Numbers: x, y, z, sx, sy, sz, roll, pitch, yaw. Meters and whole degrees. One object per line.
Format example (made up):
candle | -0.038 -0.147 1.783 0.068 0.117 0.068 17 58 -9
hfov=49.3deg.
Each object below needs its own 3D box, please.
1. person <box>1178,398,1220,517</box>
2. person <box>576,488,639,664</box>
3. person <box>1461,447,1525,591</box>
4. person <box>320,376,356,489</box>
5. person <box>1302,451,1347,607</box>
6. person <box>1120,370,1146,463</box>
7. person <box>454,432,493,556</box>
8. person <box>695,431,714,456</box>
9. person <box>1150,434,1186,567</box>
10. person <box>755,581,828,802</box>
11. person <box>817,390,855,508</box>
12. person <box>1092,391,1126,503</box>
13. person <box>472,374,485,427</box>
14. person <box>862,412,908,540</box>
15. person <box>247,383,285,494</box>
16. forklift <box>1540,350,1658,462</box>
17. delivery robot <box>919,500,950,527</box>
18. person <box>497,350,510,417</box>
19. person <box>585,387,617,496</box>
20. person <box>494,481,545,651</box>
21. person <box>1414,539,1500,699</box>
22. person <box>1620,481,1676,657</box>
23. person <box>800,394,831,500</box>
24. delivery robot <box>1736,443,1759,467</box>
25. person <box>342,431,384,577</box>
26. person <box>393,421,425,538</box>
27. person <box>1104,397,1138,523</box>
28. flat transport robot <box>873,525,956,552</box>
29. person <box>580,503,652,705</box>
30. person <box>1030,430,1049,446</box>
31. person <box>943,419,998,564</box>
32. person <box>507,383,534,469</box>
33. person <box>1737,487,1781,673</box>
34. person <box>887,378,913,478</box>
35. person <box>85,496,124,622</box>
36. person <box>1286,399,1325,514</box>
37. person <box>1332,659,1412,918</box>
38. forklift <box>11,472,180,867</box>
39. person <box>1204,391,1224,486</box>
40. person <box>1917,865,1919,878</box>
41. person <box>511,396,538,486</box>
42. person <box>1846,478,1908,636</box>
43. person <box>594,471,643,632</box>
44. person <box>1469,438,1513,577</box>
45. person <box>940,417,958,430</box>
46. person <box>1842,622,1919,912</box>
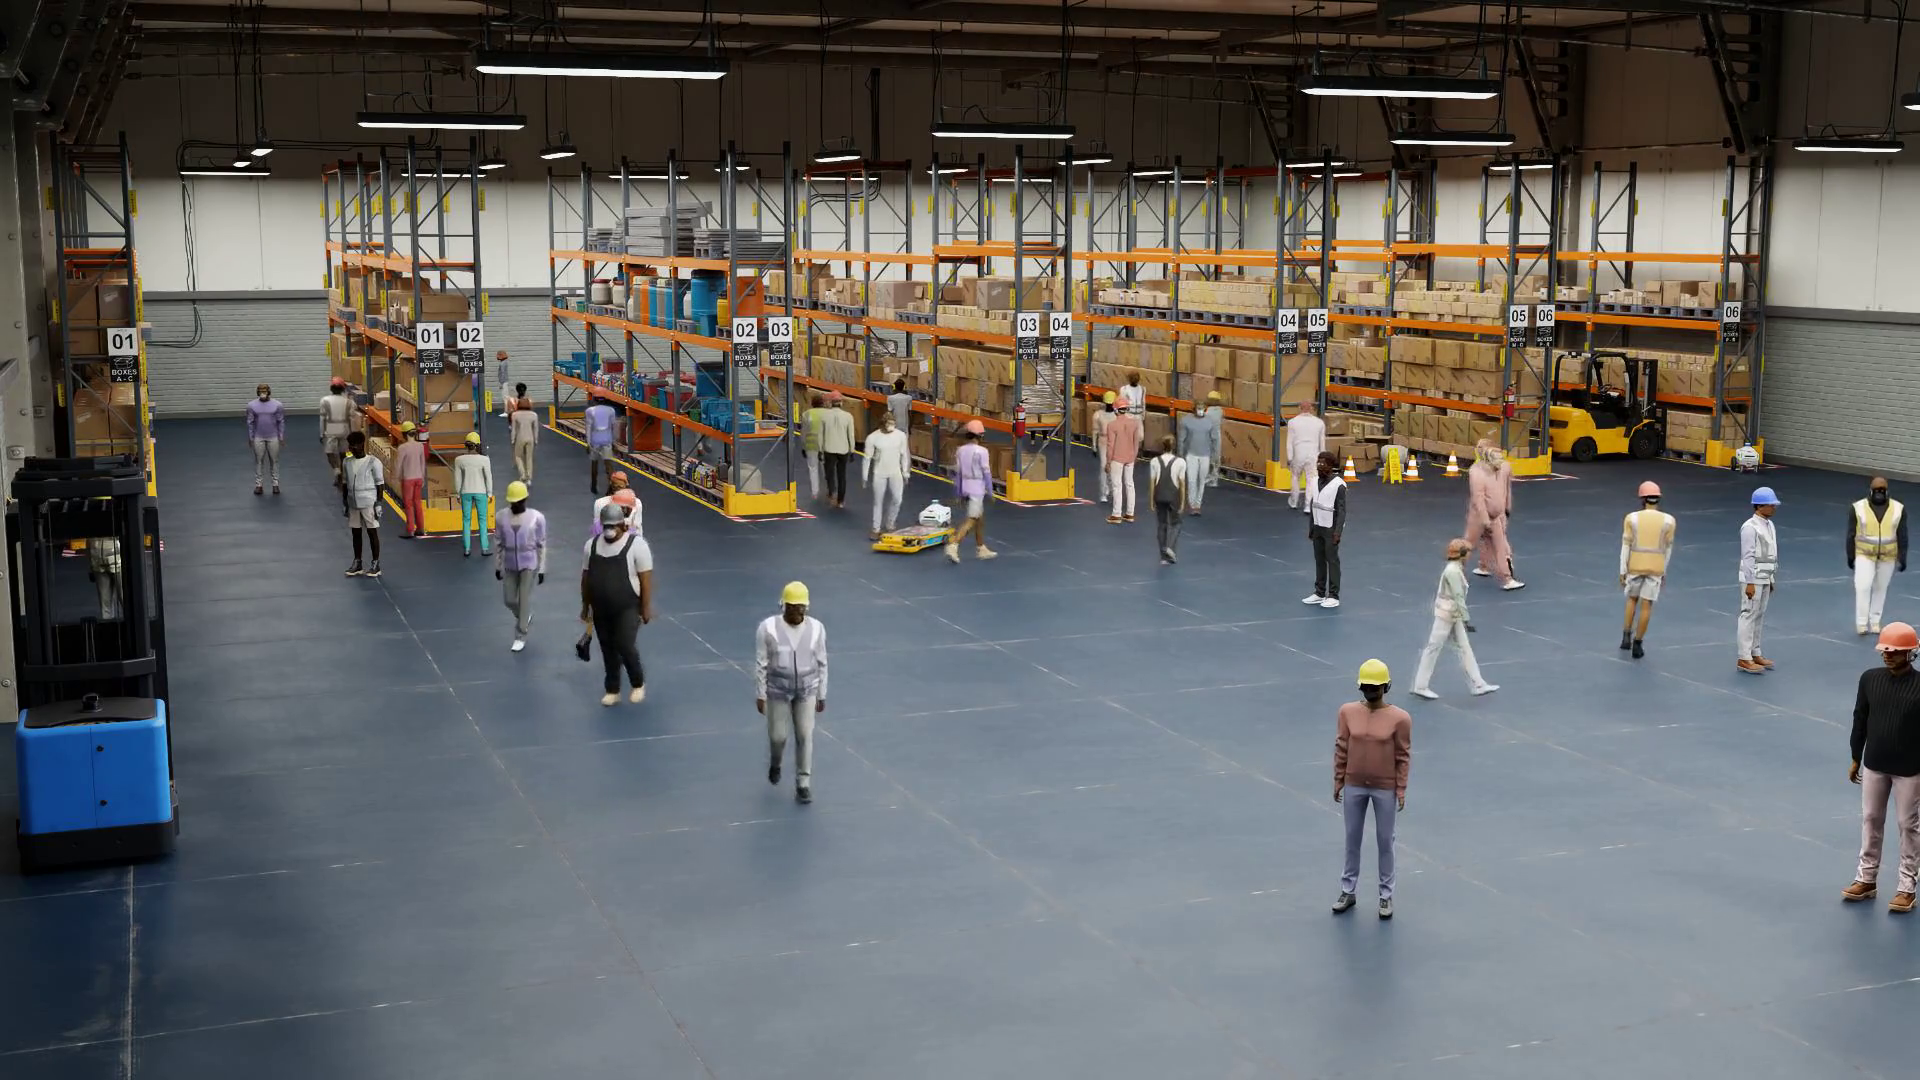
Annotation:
person | 3.860 -1.313 33.704 0.661 1.901 0.928 0 9 -3
person | -3.730 0.402 22.293 0.583 1.899 0.695 5 10 32
person | 6.788 -0.277 27.012 0.653 1.849 1.036 -8 11 -41
person | -11.058 -1.901 37.232 0.639 2.025 0.580 -4 9 -25
person | 4.530 -0.143 25.867 0.389 1.919 0.592 -5 10 -30
person | 3.399 -2.398 41.049 0.572 1.868 0.406 -3 9 -19
person | -6.905 -0.653 29.770 0.533 1.768 0.310 0 9 0
person | -5.243 -2.672 42.696 0.645 1.924 0.593 -3 9 -22
person | 2.861 -0.541 28.825 0.507 1.832 0.430 3 9 18
person | -1.377 1.217 17.142 0.608 1.812 0.519 -2 9 -15
person | -2.046 -1.496 34.733 0.632 1.967 0.753 -2 9 -12
person | 2.534 -1.612 35.744 0.623 1.893 0.665 -1 9 -9
person | -11.377 -3.533 48.906 0.552 1.776 0.984 -4 9 -22
person | -1.117 -0.945 31.217 0.725 1.913 0.567 -2 9 -10
person | -12.178 -1.788 36.769 0.629 1.939 0.372 -2 9 -13
forklift | 12.897 -2.725 42.309 2.313 2.155 1.214 -3 9 -21
delivery robot | -0.376 -0.362 31.681 0.477 0.478 0.707 2 9 13
person | -11.244 -3.855 51.561 0.277 1.632 0.502 0 9 0
person | -6.248 -1.727 36.541 0.560 1.897 0.987 -3 9 -22
person | -4.865 0.263 23.237 0.595 1.897 0.625 1 9 6
person | 4.905 0.790 20.701 0.830 1.582 0.536 3 9 20
person | 7.519 0.308 22.917 0.543 1.894 0.675 3 9 22
person | -2.414 -1.584 35.818 0.628 1.825 0.553 -2 9 -15
delivery robot | 15.023 -1.603 39.956 0.477 0.478 0.707 2 9 13
person | -8.009 -0.487 28.016 0.614 1.957 0.392 3 9 18
person | -8.275 -0.915 31.544 0.323 1.766 0.539 4 9 26
person | 2.545 -1.271 33.127 0.608 1.996 0.380 -6 10 -33
flat transport robot | -0.639 -0.027 30.702 0.652 0.197 1.431 5 10 28
person | -3.375 0.635 20.418 0.700 2.000 0.542 3 9 20
person | 1.676 -2.848 44.635 0.530 1.697 0.322 1 9 10
person | 0.132 -0.677 29.160 0.977 2.011 0.618 -6 10 -34
person | -8.521 -2.229 40.646 0.532 1.656 0.873 -2 9 -14
person | 8.414 0.408 22.084 0.383 1.951 0.605 7 11 39
person | -1.129 -2.078 38.929 0.521 1.873 0.334 -2 9 -16
person | -9.419 0.295 23.256 0.595 1.824 0.403 1 9 5
person | 5.647 -1.377 34.311 0.663 1.849 1.008 0 9 -2
person | 2.793 1.676 14.248 0.525 1.769 0.308 4 9 24
forklift | -6.630 0.886 15.957 1.129 2.768 1.873 -3 9 -21
person | 4.527 -1.832 37.788 0.493 1.720 0.498 -5 10 -33
person | 7.015 1.650 14.860 0.279 1.633 0.498 1 9 4
person | -7.871 -1.787 37.824 0.520 1.617 0.371 -5 10 -29
person | 10.473 0.213 23.886 0.628 1.807 0.894 2 9 14
person | -3.917 0.144 24.061 0.573 1.887 0.354 -4 9 -23
person | 7.079 -0.413 27.825 0.669 1.868 0.782 -2 9 -16
person | -0.205 -2.675 43.708 0.523 1.625 0.388 -4 9 -22
person | 6.404 1.542 14.380 0.397 1.992 0.623 -7 11 -39
